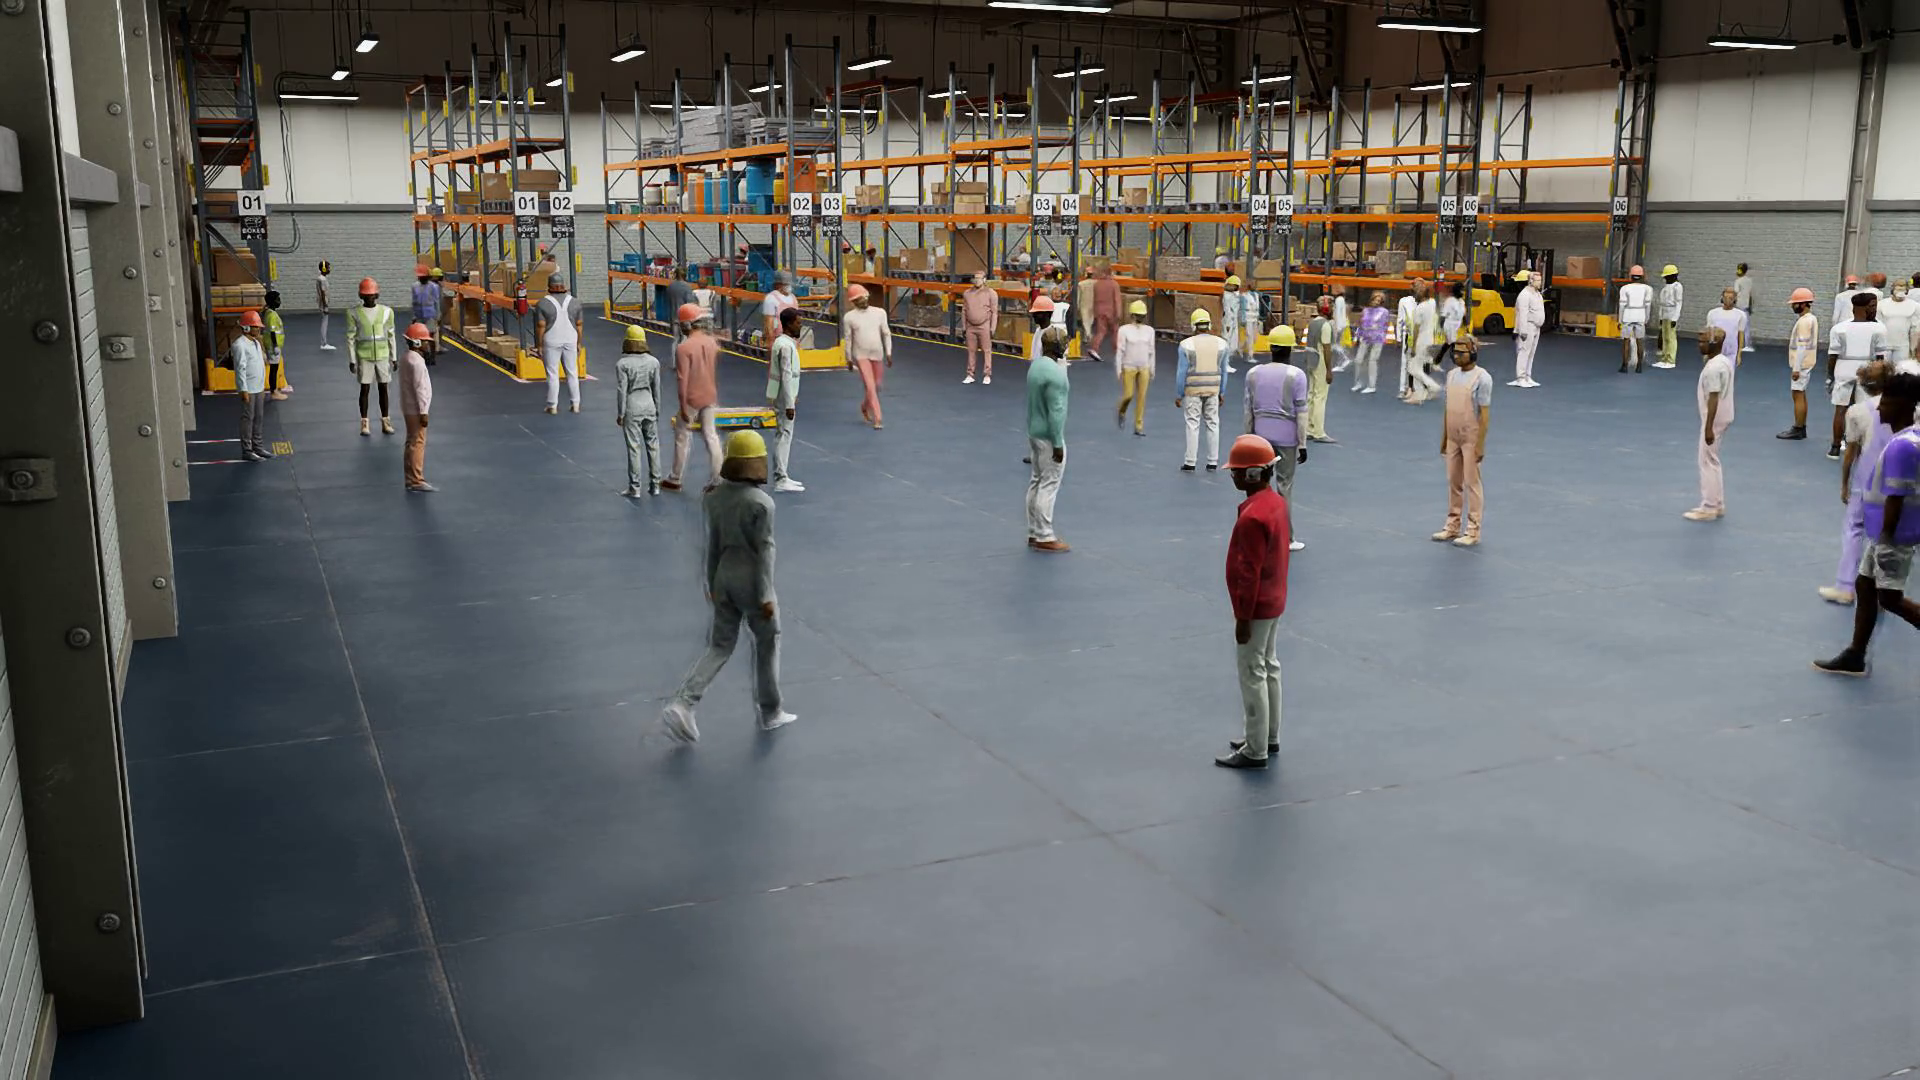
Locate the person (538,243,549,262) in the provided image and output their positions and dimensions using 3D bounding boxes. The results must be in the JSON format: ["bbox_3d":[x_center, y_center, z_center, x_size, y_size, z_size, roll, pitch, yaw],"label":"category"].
[{"bbox_3d":[-12.130,-7.674,48.646,0.396,1.992,0.623,-10,15,-43],"label":"person"}]

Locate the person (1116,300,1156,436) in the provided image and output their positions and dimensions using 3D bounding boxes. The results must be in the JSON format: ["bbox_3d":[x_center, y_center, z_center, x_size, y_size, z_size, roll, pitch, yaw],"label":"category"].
[{"bbox_3d":[2.278,-2.243,21.642,0.542,1.750,0.482,-3,12,-17],"label":"person"}]

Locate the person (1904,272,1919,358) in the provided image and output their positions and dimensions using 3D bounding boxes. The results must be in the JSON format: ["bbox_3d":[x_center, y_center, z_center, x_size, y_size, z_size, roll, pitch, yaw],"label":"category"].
[{"bbox_3d":[16.430,-3.677,28.668,0.535,1.864,0.309,4,12,18],"label":"person"}]

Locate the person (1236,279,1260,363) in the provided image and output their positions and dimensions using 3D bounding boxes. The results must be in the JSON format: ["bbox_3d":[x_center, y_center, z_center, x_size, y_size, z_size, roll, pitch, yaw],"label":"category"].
[{"bbox_3d":[5.562,-4.225,32.060,0.465,1.621,0.530,9,15,40],"label":"person"}]

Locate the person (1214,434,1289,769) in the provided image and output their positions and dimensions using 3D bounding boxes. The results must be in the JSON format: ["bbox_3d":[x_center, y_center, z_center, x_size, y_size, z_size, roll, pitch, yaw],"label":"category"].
[{"bbox_3d":[1.517,0.318,8.678,0.354,1.743,0.572,5,12,23],"label":"person"}]

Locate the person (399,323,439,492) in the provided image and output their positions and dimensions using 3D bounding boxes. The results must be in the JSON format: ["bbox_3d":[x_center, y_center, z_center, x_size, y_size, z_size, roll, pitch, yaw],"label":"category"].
[{"bbox_3d":[-5.615,-1.373,17.278,0.359,1.742,0.562,-6,13,-29],"label":"person"}]

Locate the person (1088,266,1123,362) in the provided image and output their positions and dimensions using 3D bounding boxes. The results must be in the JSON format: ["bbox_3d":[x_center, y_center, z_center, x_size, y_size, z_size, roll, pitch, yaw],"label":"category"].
[{"bbox_3d":[2.842,-4.411,32.439,0.699,1.857,0.914,9,14,38],"label":"person"}]

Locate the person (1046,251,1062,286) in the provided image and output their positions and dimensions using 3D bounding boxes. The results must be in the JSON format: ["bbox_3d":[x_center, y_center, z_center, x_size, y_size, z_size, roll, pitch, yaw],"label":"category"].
[{"bbox_3d":[2.772,-7.686,49.293,0.533,1.768,0.310,3,12,16],"label":"person"}]

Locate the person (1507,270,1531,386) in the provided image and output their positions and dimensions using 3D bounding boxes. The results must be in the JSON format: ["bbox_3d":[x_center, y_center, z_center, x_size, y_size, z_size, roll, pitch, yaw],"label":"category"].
[{"bbox_3d":[9.417,-3.542,27.845,0.390,1.923,0.589,8,14,36],"label":"person"}]

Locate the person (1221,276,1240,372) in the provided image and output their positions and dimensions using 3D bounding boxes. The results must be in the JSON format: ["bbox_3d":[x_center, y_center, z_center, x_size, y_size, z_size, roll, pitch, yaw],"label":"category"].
[{"bbox_3d":[4.916,-3.921,30.225,0.313,1.740,0.487,4,12,19],"label":"person"}]

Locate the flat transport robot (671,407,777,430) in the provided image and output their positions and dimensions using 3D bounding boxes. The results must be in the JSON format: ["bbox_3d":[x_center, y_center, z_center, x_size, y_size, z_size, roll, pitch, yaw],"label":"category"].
[{"bbox_3d":[-3.128,-1.648,22.420,1.431,0.197,0.652,-4,12,-18],"label":"flat transport robot"}]

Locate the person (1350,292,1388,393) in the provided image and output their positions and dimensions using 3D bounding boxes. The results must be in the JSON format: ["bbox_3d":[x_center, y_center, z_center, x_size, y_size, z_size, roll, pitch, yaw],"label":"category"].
[{"bbox_3d":[6.548,-3.163,26.697,0.465,1.614,0.570,-9,14,-38],"label":"person"}]

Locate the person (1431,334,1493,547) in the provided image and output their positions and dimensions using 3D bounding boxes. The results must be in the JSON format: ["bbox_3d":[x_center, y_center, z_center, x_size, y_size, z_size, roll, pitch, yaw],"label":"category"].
[{"bbox_3d":[4.381,-0.866,14.462,0.339,1.838,0.507,-5,12,-25],"label":"person"}]

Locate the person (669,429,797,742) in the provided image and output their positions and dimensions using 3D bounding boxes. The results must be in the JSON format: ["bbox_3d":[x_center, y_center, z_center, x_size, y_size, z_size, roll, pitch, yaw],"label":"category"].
[{"bbox_3d":[-1.240,0.256,9.080,0.495,1.718,0.784,8,14,35],"label":"person"}]

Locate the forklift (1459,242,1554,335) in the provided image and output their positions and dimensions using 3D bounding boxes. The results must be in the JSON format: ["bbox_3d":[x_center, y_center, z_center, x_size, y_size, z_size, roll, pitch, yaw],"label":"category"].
[{"bbox_3d":[13.047,-6.049,39.881,2.313,2.155,1.214,-5,12,-23],"label":"forklift"}]

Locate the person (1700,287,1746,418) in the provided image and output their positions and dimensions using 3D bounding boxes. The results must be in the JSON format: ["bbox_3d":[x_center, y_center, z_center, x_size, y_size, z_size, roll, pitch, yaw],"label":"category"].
[{"bbox_3d":[10.679,-2.606,23.273,0.508,1.847,0.345,6,13,28],"label":"person"}]

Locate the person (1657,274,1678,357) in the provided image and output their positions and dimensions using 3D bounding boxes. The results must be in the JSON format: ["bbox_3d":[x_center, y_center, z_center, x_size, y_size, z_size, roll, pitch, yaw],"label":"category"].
[{"bbox_3d":[14.191,-4.503,33.295,0.318,1.697,0.535,-1,11,-5],"label":"person"}]

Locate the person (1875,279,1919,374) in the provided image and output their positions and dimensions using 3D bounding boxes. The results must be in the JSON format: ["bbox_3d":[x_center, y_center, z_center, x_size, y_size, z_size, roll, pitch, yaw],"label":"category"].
[{"bbox_3d":[13.454,-2.787,23.974,0.627,1.933,0.369,4,12,20],"label":"person"}]

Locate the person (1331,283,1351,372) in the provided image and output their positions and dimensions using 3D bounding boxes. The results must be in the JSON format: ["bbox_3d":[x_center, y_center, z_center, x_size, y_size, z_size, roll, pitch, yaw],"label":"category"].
[{"bbox_3d":[6.869,-3.858,30.202,0.368,1.616,0.531,3,12,17],"label":"person"}]

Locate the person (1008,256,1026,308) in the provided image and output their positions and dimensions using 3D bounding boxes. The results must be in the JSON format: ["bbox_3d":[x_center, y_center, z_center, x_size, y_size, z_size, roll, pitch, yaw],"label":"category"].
[{"bbox_3d":[1.697,-7.652,49.491,0.557,1.612,0.540,1,11,4],"label":"person"}]

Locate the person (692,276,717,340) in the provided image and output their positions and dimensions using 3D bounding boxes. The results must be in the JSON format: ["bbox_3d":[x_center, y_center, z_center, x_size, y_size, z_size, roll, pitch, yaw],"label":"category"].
[{"bbox_3d":[-5.022,-4.343,32.623,0.514,1.642,0.314,-3,11,-13],"label":"person"}]

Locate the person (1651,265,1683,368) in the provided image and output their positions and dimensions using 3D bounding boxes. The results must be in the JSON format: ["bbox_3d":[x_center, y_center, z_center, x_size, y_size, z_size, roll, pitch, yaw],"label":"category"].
[{"bbox_3d":[13.196,-4.155,30.962,0.380,1.917,0.586,0,11,-1],"label":"person"}]

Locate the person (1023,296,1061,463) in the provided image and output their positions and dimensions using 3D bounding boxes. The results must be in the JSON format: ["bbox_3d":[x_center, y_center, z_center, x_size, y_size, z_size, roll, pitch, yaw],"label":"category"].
[{"bbox_3d":[0.948,-1.803,18.953,0.361,1.940,0.543,-5,12,-22],"label":"person"}]

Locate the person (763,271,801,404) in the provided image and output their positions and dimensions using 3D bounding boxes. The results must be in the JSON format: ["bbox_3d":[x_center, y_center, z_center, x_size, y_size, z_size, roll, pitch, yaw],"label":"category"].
[{"bbox_3d":[-2.663,-3.063,25.097,0.557,2.000,0.730,6,13,30],"label":"person"}]

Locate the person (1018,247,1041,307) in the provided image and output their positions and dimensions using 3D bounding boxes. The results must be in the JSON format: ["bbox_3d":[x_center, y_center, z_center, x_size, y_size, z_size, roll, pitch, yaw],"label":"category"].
[{"bbox_3d":[2.225,-7.992,50.662,0.905,1.853,0.584,5,12,22],"label":"person"}]

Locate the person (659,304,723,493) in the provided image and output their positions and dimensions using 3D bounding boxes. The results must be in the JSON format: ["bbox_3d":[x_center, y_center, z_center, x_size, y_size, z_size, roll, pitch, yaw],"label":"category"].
[{"bbox_3d":[-2.752,-1.442,17.110,0.840,1.961,0.640,8,14,35],"label":"person"}]

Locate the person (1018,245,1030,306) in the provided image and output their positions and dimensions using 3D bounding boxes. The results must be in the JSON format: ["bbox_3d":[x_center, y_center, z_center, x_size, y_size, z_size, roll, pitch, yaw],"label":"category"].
[{"bbox_3d":[1.950,-8.166,51.392,0.407,1.901,0.639,6,12,26],"label":"person"}]

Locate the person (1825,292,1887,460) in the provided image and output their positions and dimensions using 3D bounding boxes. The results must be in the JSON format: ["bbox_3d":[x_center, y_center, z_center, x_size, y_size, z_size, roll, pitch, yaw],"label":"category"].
[{"bbox_3d":[10.447,-1.906,19.423,0.603,1.959,0.375,5,12,23],"label":"person"}]

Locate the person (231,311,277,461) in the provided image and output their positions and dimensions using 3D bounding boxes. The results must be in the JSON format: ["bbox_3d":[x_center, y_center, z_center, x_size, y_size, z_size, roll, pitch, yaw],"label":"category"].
[{"bbox_3d":[-8.239,-1.792,19.399,0.350,1.743,0.563,0,11,1],"label":"person"}]

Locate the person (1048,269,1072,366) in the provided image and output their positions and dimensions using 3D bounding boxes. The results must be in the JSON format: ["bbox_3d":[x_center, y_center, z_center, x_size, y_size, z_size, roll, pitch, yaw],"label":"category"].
[{"bbox_3d":[1.825,-4.189,31.357,0.557,1.832,0.588,3,11,13],"label":"person"}]

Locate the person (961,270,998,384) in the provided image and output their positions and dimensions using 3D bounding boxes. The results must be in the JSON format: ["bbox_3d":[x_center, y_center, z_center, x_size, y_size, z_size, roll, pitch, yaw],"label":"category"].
[{"bbox_3d":[0.311,-3.585,28.080,0.645,1.913,0.409,5,12,22],"label":"person"}]
